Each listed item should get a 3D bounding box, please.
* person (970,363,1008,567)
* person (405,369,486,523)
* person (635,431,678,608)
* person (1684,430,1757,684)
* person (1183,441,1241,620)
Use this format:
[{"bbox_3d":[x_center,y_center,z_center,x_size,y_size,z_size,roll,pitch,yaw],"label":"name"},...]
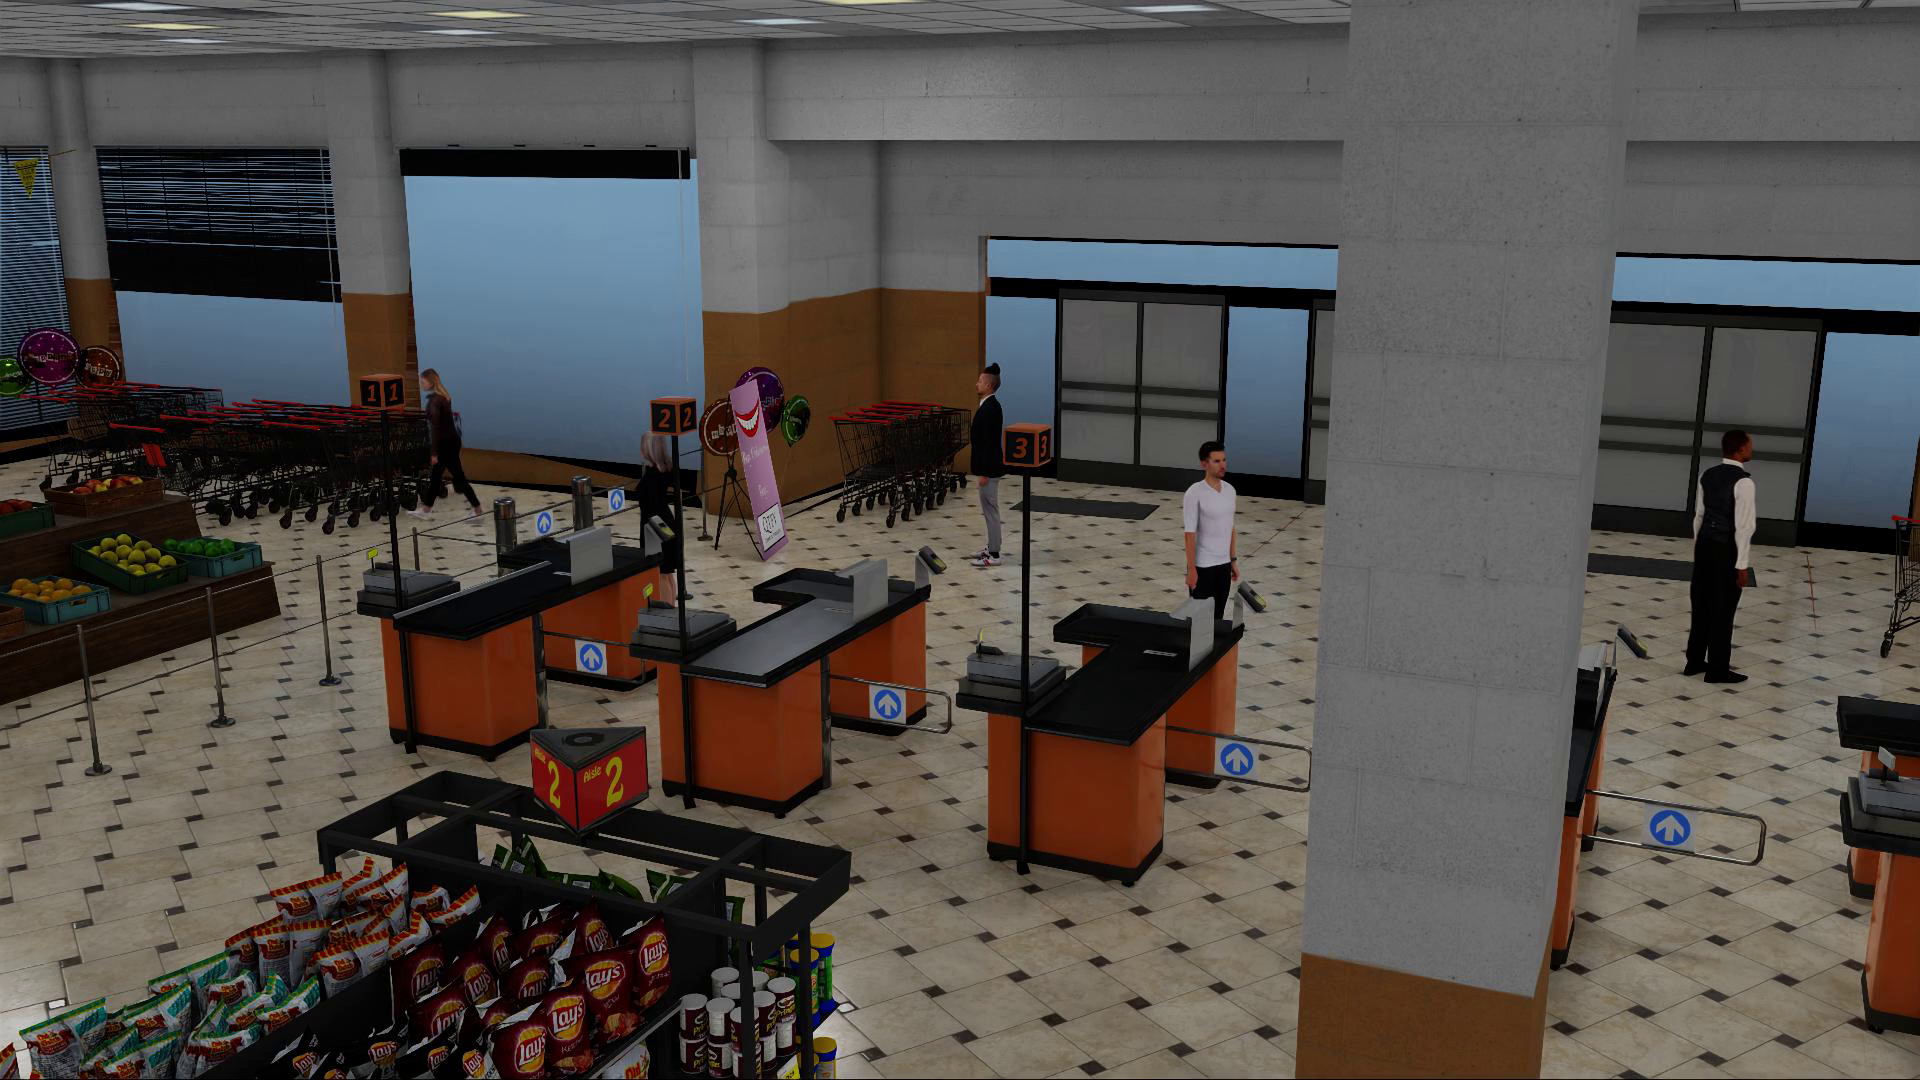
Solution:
[{"bbox_3d":[0.279,-0.733,15.983,0.853,1.950,0.690,0,14,1],"label":"person"},{"bbox_3d":[-5.338,-0.972,17.601,1.049,1.653,1.069,-1,14,-3],"label":"person"},{"bbox_3d":[-2.461,-0.034,13.537,0.739,1.746,0.624,1,14,2],"label":"person"},{"bbox_3d":[5.748,0.112,12.569,0.832,1.918,0.759,-4,14,-16],"label":"person"},{"bbox_3d":[1.866,0.171,12.467,0.681,1.851,0.816,-10,17,-36],"label":"person"}]
